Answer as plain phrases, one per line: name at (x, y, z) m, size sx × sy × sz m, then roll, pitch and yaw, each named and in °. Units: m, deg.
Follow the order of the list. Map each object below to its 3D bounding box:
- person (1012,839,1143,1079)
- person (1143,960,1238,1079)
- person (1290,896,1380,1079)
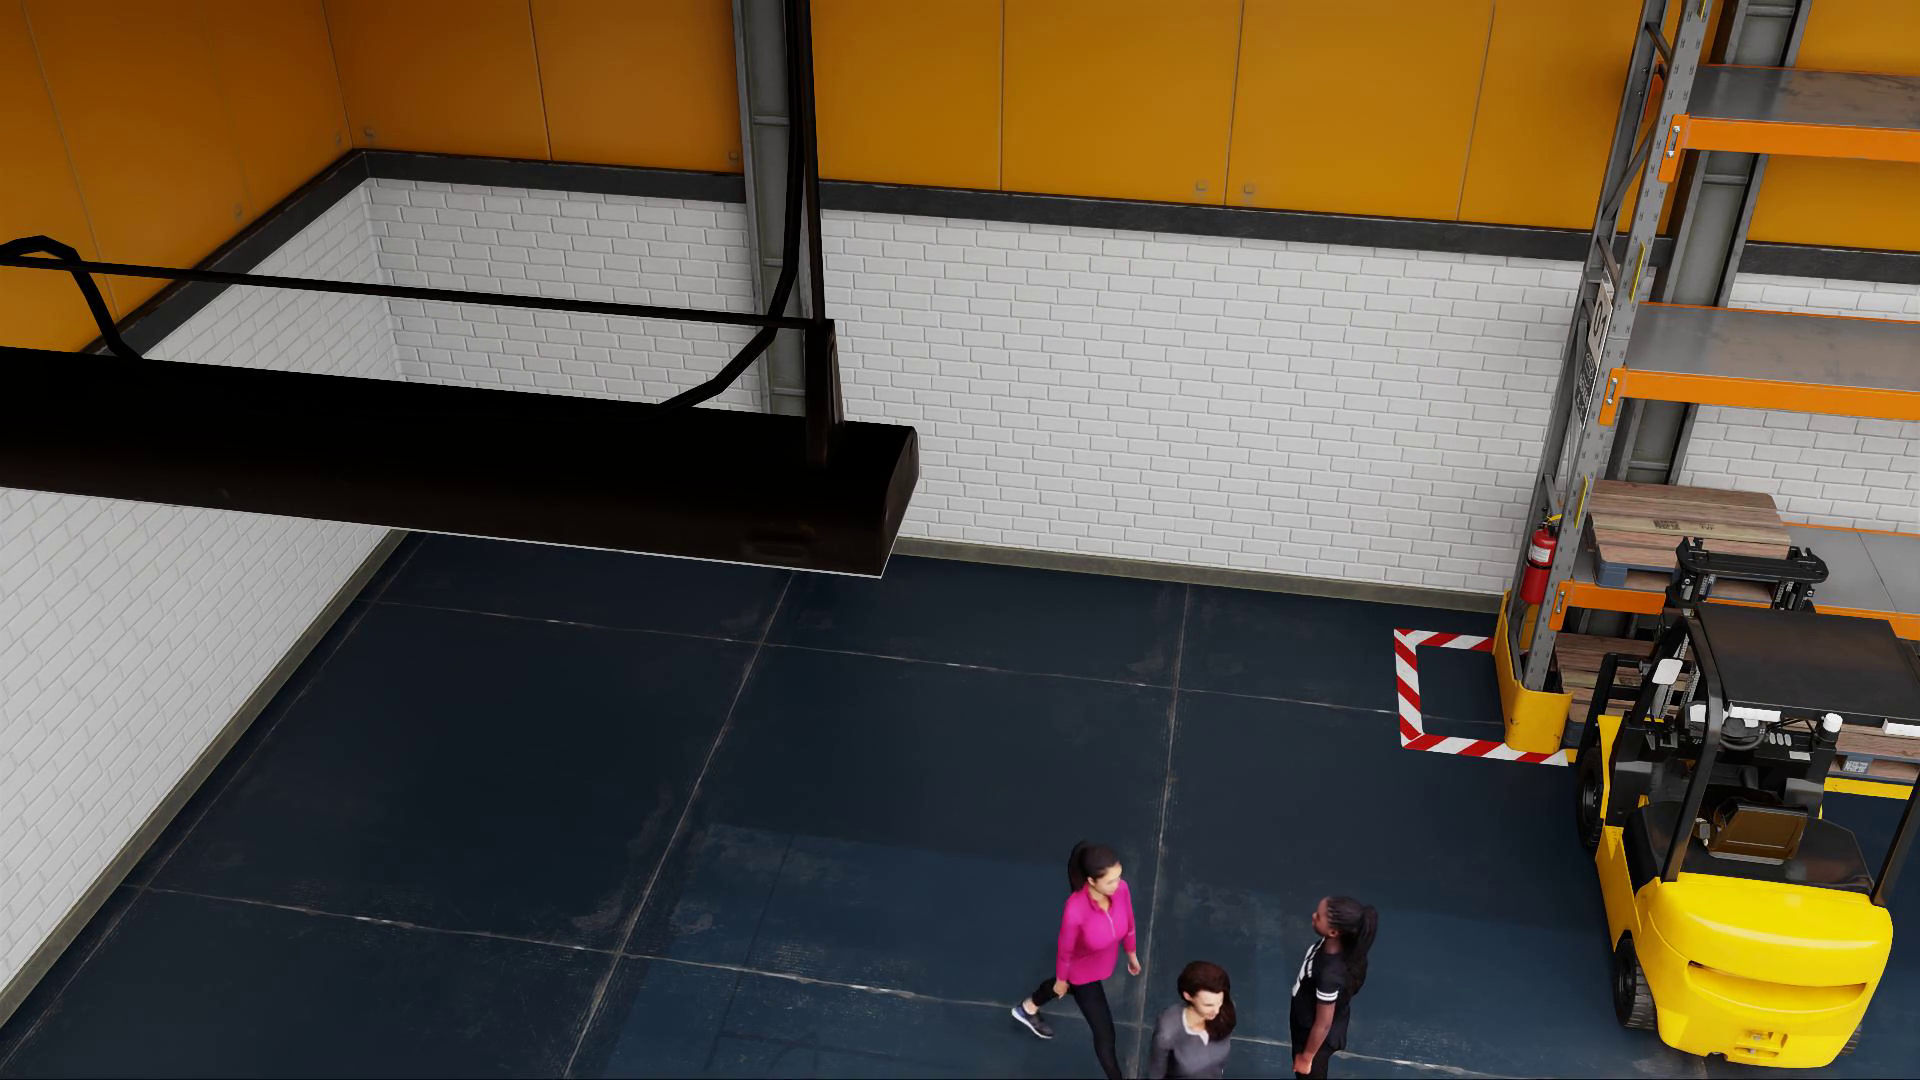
person at (0.588, 2.133, 8.484) m, size 1.220 × 1.649 × 1.041 m, roll 28°, pitch 43°, yaw 35°
person at (1.000, 2.525, 7.796) m, size 0.868 × 1.749 × 0.926 m, roll -16°, pitch 37°, yaw -23°
person at (1.738, 2.359, 8.063) m, size 0.612 × 1.729 × 0.635 m, roll 10°, pitch 35°, yaw 15°
